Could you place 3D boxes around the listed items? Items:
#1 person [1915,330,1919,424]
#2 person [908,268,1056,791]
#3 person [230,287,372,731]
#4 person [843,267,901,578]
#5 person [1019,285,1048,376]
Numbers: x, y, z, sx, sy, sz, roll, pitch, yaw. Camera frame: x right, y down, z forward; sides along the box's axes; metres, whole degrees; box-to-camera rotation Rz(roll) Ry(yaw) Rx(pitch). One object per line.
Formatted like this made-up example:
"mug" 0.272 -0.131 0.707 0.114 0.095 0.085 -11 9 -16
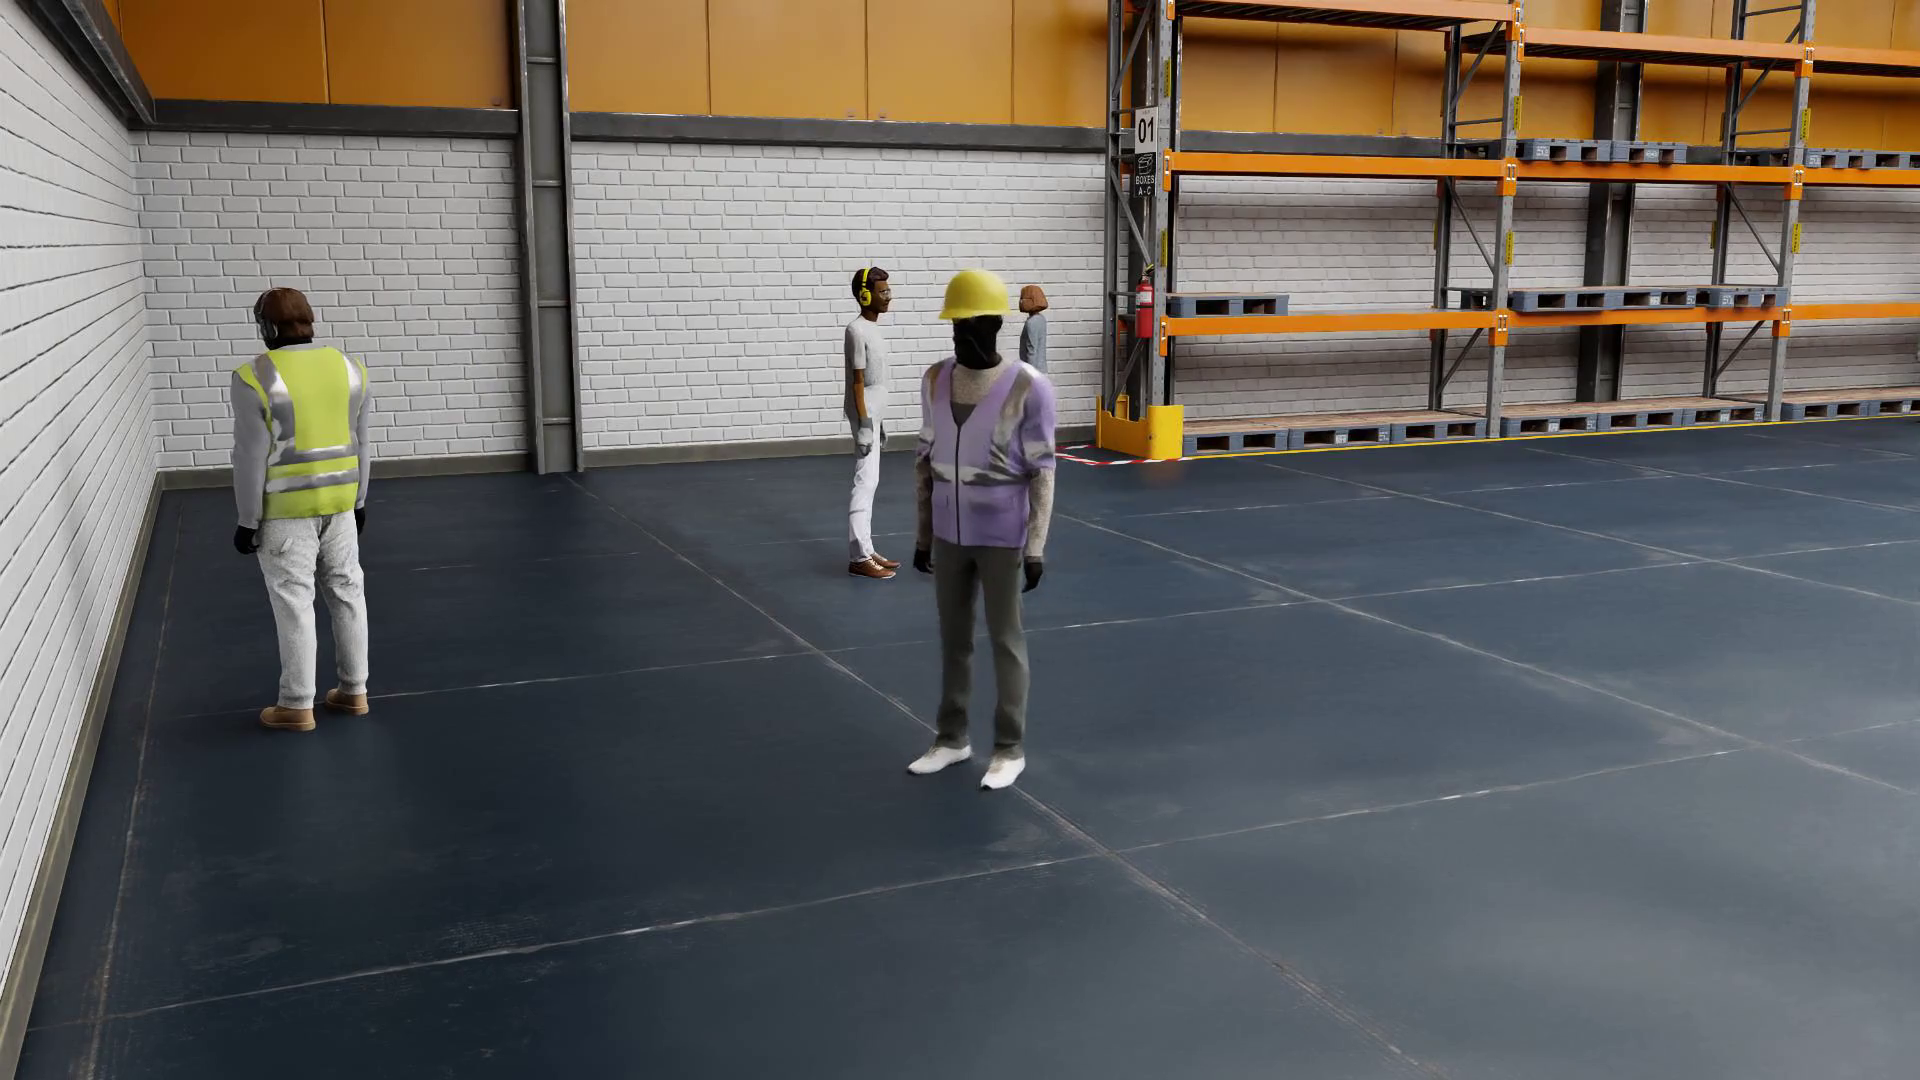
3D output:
"person" 10.837 -2.076 18.357 0.499 1.634 0.279 3 10 14
"person" 0.063 -0.035 6.177 0.592 1.925 0.385 7 12 35
"person" -2.748 -0.127 6.941 0.429 1.838 0.621 7 12 33
"person" -0.536 -0.707 10.103 0.329 1.862 0.510 1 10 6
"person" 0.654 -1.469 14.978 0.275 1.632 0.507 2 10 13
